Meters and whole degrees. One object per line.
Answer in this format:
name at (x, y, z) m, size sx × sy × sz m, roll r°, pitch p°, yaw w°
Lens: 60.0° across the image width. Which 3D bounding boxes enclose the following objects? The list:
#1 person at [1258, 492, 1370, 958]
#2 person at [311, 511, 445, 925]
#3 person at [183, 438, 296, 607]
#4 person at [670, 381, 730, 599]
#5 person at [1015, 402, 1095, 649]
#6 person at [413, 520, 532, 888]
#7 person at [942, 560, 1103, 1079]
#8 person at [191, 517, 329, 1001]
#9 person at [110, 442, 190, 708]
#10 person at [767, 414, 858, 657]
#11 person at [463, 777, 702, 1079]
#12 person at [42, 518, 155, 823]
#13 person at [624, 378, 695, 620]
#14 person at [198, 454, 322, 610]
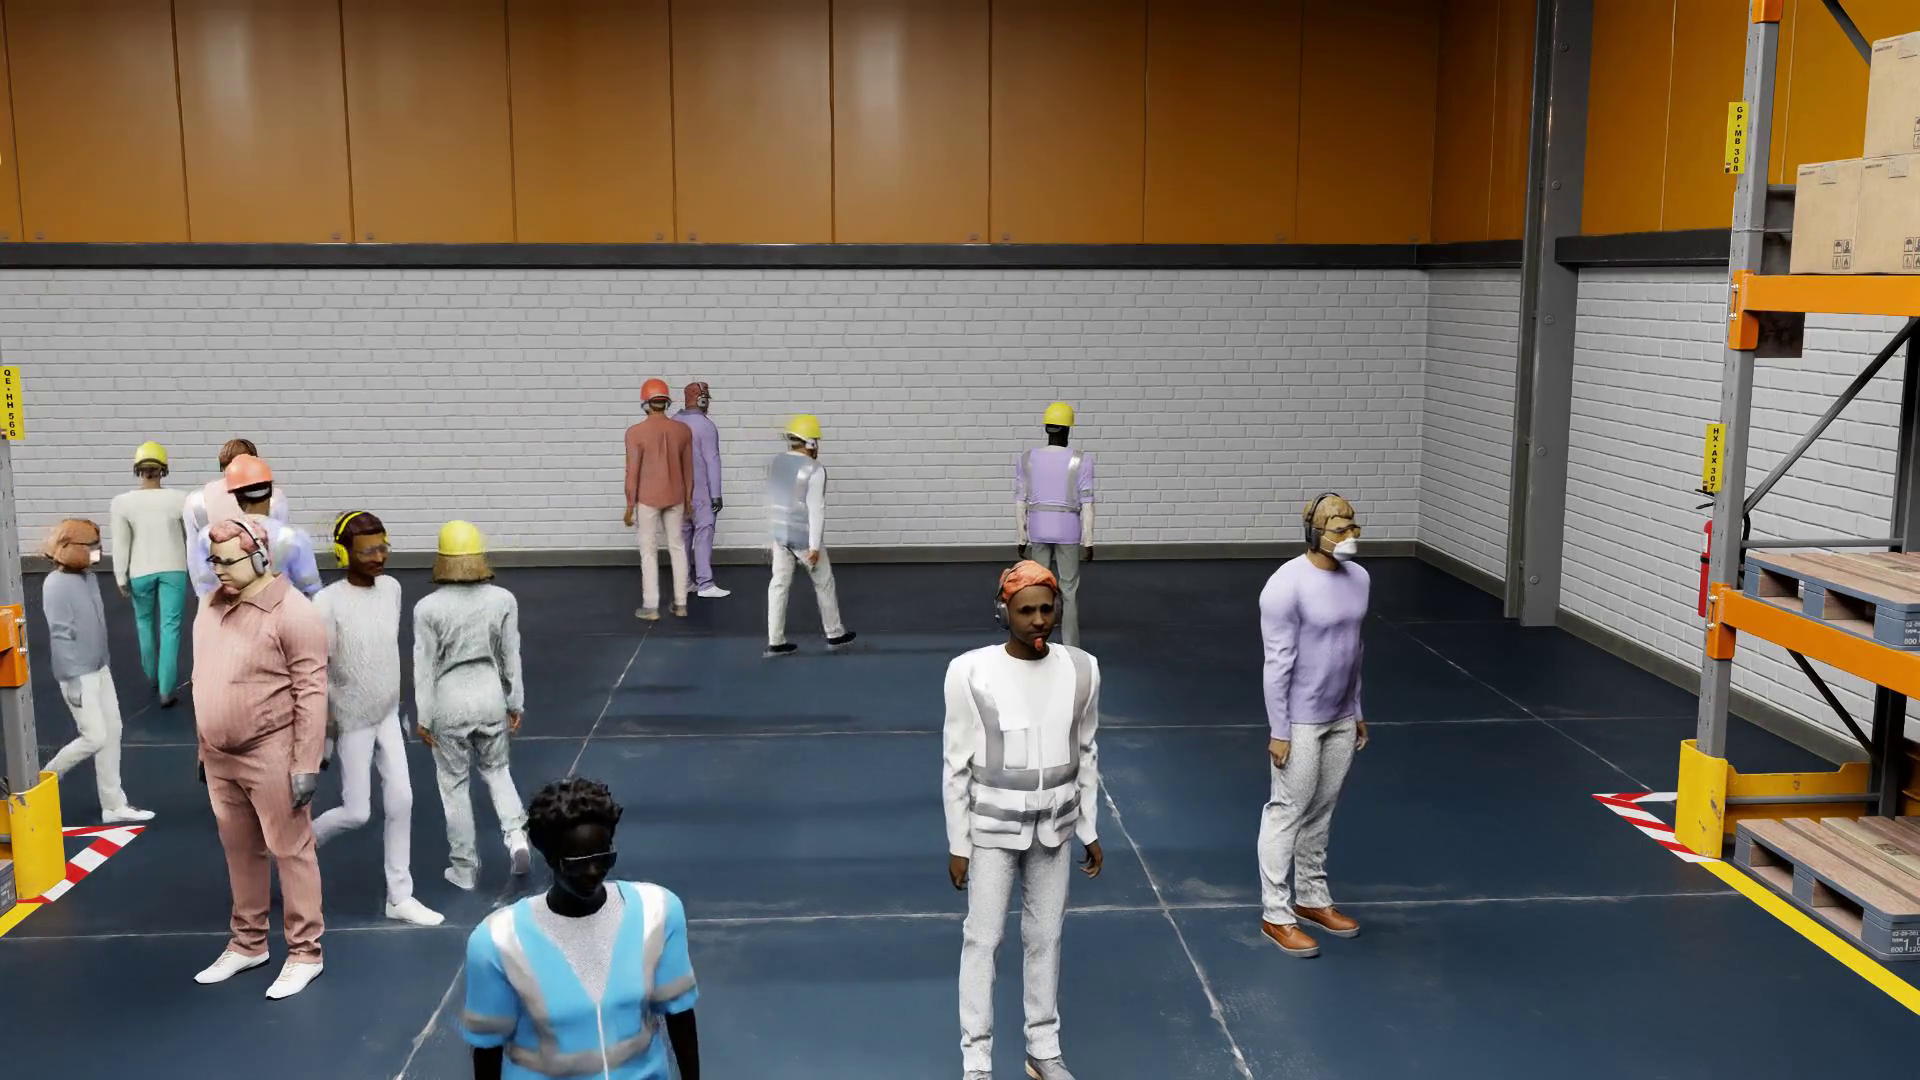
person at (1.507, 0.757, 7.023) m, size 0.629 × 1.940 × 0.377 m, roll -8°, pitch 12°, yaw -40°
person at (-2.641, 0.772, 7.251) m, size 0.717 × 1.846 × 0.516 m, roll 4°, pitch 10°, yaw 22°
person at (-4.388, 0.295, 10.227) m, size 0.634 × 1.841 × 0.429 m, roll -1°, pitch 9°, yaw -7°
person at (-2.306, -0.442, 14.662) m, size 0.652 × 1.904 × 0.403 m, roll 8°, pitch 12°, yaw 41°
person at (0.692, -0.036, 12.042) m, size 0.590 × 1.926 × 0.388 m, roll 3°, pitch 10°, yaw 20°
person at (-2.227, 0.772, 7.595) m, size 0.487 × 1.732 × 0.480 m, roll -7°, pitch 12°, yaw -38°
person at (0.215, 1.002, 5.661) m, size 0.573 × 1.883 × 0.357 m, roll -3°, pitch 10°, yaw -20°
person at (-2.788, 0.850, 6.560) m, size 0.638 × 1.903 × 0.409 m, roll 4°, pitch 10°, yaw 24°
person at (-5.349, 0.208, 11.127) m, size 0.528 × 1.726 × 0.869 m, roll -3°, pitch 10°, yaw -19°
person at (-1.139, -0.041, 12.486) m, size 0.615 × 1.797 × 0.832 m, roll 7°, pitch 12°, yaw 39°
person at (-0.873, 1.377, 3.945) m, size 0.544 × 1.683 × 0.453 m, roll -6°, pitch 11°, yaw -32°
person at (-4.475, 0.686, 8.461) m, size 0.497 × 1.617 × 0.517 m, roll -1°, pitch 9°, yaw -5°
person at (-2.486, -0.340, 13.743) m, size 0.624 × 1.992 × 0.399 m, roll -6°, pitch 11°, yaw -35°
person at (-3.586, 0.511, 8.614) m, size 0.570 × 1.914 × 0.647 m, roll 0°, pitch 9°, yaw -3°
